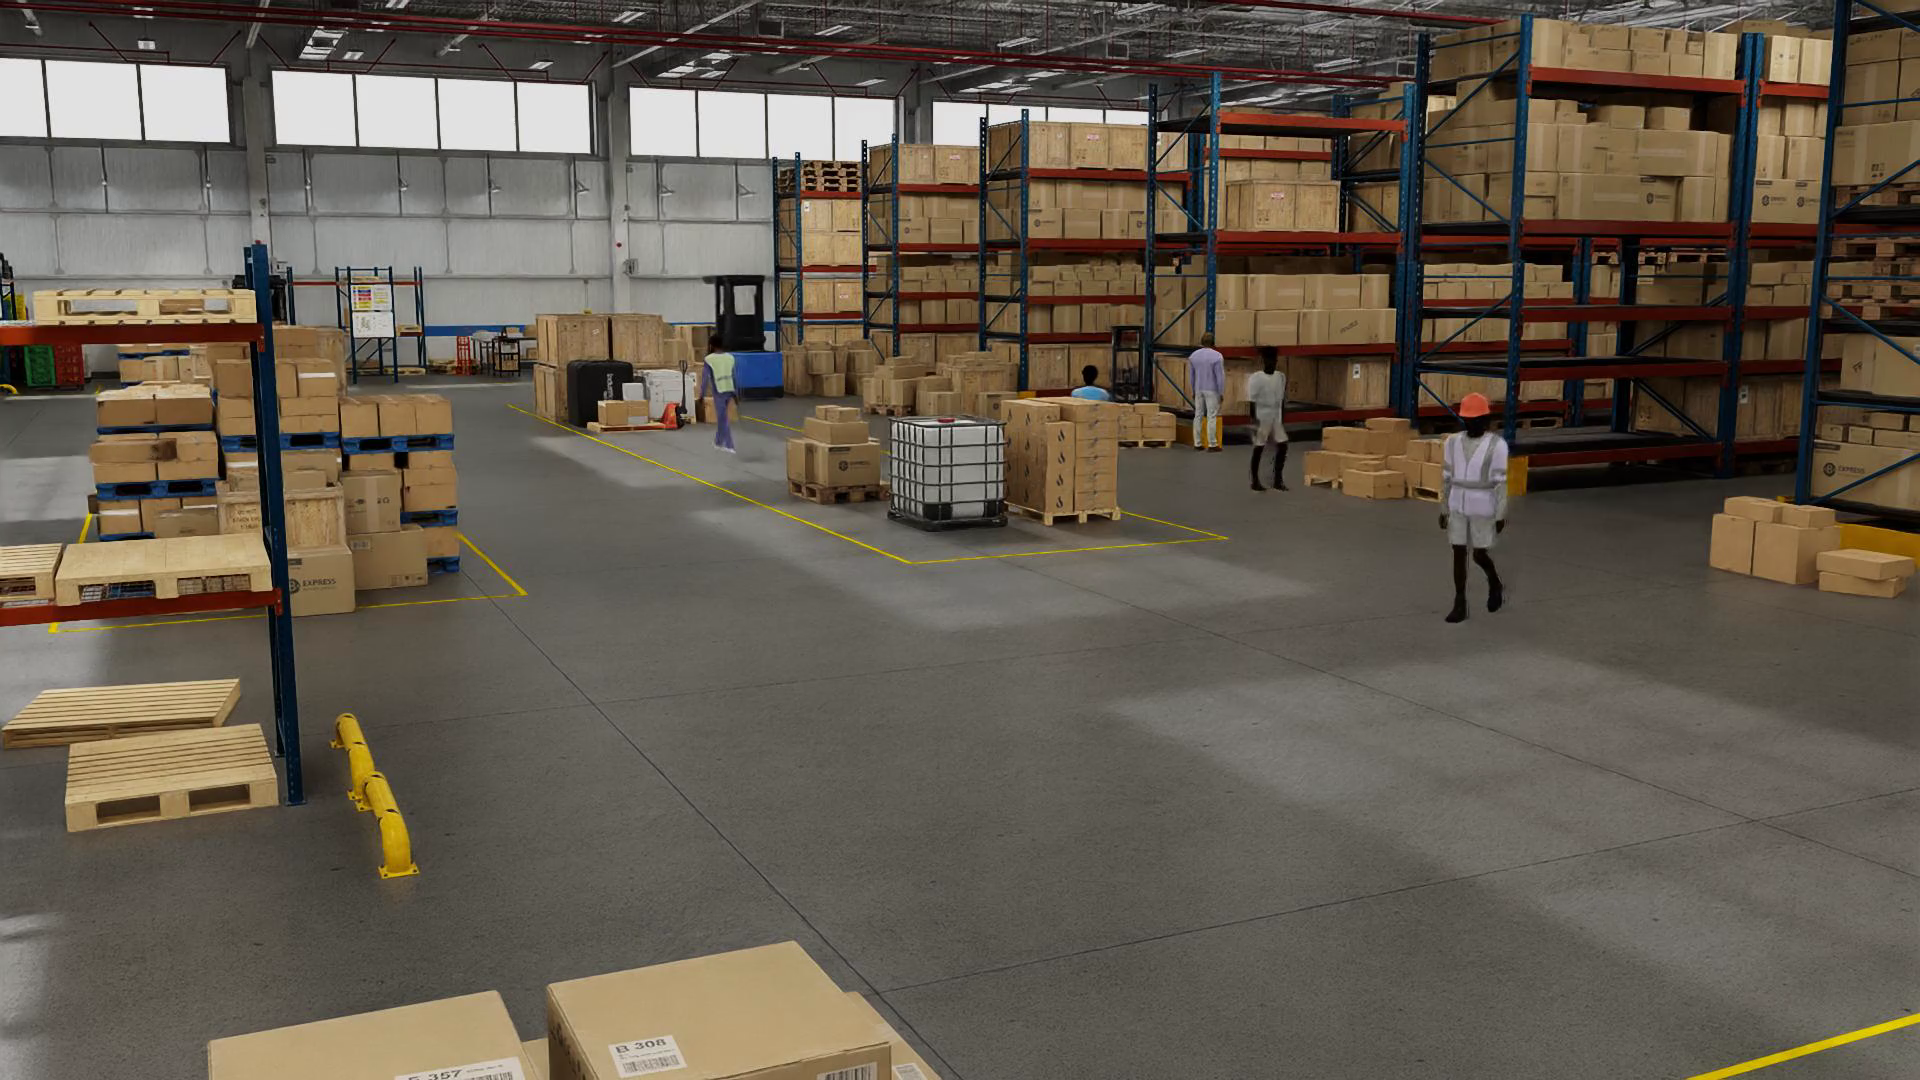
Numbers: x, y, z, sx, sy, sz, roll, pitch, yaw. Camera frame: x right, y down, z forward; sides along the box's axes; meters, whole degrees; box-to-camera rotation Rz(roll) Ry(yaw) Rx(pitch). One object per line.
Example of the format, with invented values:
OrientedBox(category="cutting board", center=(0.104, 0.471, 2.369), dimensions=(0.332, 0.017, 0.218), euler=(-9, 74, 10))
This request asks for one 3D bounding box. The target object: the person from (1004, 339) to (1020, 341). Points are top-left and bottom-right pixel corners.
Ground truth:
OrientedBox(category="person", center=(1.267, -4.436, 39.514), dimensions=(1.039, 1.945, 0.649), euler=(-5, 10, -27))

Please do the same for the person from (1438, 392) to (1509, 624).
OrientedBox(category="person", center=(4.257, -0.269, 13.745), dimensions=(0.557, 1.923, 0.580), euler=(9, 13, 43))

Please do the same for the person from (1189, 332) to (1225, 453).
OrientedBox(category="person", center=(3.969, -2.371, 26.712), dimensions=(0.631, 1.940, 0.372), euler=(7, 12, 38))

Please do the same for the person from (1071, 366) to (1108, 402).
OrientedBox(category="person", center=(1.671, -1.468, 21.985), dimensions=(0.538, 1.652, 0.858), euler=(-2, 9, -15))

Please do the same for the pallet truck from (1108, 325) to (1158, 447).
OrientedBox(category="pallet truck", center=(2.881, -2.596, 27.923), dimensions=(0.823, 1.965, 1.885), euler=(-1, 9, -7))

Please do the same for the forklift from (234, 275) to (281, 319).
OrientedBox(category="forklift", center=(-15.659, -4.541, 37.262), dimensions=(1.129, 2.768, 1.873), euler=(-4, 10, -25))

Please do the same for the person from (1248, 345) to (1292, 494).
OrientedBox(category="person", center=(4.050, -1.546, 21.582), dimensions=(0.631, 1.936, 0.760), euler=(-5, 10, -27))

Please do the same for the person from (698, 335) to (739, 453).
OrientedBox(category="person", center=(-3.913, -2.353, 26.811), dimensions=(0.908, 1.870, 0.598), euler=(8, 12, 39))

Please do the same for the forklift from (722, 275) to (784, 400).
OrientedBox(category="forklift", center=(-4.898, -4.641, 37.878), dimensions=(1.129, 2.768, 1.873), euler=(-6, 11, -34))
